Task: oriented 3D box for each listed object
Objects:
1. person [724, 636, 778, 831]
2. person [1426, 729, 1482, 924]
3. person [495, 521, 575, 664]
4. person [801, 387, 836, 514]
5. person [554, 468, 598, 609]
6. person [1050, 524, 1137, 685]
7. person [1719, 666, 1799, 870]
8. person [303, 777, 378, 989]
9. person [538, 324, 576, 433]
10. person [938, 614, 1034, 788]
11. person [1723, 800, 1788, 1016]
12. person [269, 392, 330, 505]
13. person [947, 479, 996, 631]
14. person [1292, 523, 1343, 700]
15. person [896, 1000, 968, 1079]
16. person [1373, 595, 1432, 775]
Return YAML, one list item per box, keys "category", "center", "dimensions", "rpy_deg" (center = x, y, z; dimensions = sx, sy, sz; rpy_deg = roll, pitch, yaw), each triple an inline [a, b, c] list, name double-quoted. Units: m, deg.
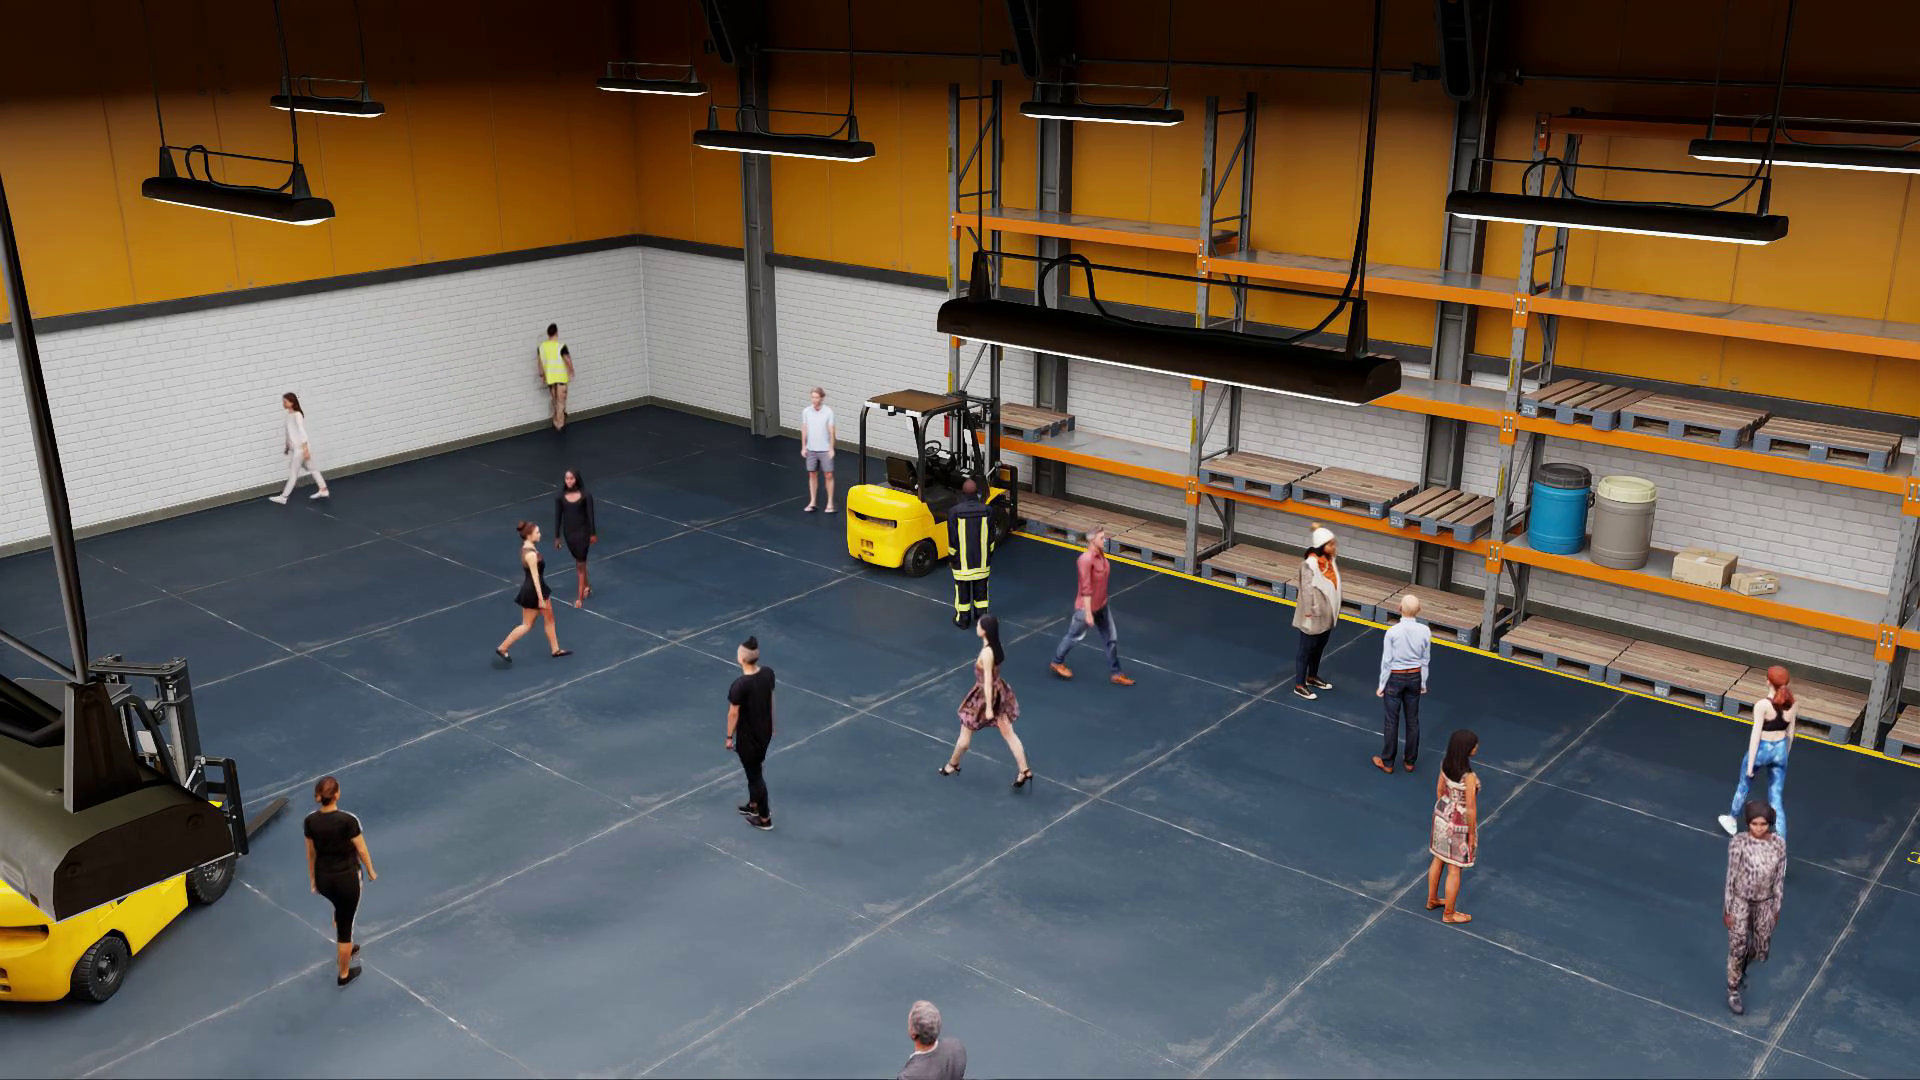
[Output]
- category: "person"
  center: [-1.775, 1.729, 14.816]
  dimensions: [0.742, 1.855, 0.745]
  rpy_deg: [11, 22, 30]
- category: "person"
  center: [4.002, 2.292, 13.475]
  dimensions: [0.786, 1.644, 0.656]
  rpy_deg: [-6, 20, -18]
- category: "person"
  center: [-4.811, 0.610, 18.466]
  dimensions: [0.994, 1.646, 1.088]
  rpy_deg: [-6, 20, -18]
- category: "person"
  center: [-2.008, -1.308, 23.871]
  dimensions: [0.652, 1.831, 0.799]
  rpy_deg: [5, 19, 13]
- category: "person"
  center: [-4.674, -0.066, 20.410]
  dimensions: [1.091, 1.686, 1.072]
  rpy_deg: [1, 19, 4]
- category: "person"
  center: [1.334, 0.709, 17.960]
  dimensions: [1.285, 1.782, 0.841]
  rpy_deg: [10, 21, 28]
- category: "person"
  center: [6.975, 1.973, 14.279]
  dimensions: [1.191, 1.734, 1.208]
  rpy_deg: [-1, 19, -2]
- category: "person"
  center: [-4.725, 2.605, 12.536]
  dimensions: [0.794, 1.650, 0.818]
  rpy_deg: [4, 19, 12]
- category: "person"
  center: [-6.807, -2.710, 28.065]
  dimensions: [1.091, 1.810, 1.031]
  rpy_deg: [4, 19, 12]
- category: "person"
  center: [0.360, 1.552, 15.553]
  dimensions: [1.248, 1.720, 0.926]
  rpy_deg: [6, 19, 17]
- category: "person"
  center: [5.792, 2.661, 12.285]
  dimensions: [0.769, 1.703, 0.814]
  rpy_deg: [1, 19, 4]
- category: "person"
  center: [-9.549, -1.329, 24.242]
  dimensions: [0.877, 1.635, 1.094]
  rpy_deg: [-12, 22, -32]
- category: "person"
  center: [0.129, 0.144, 19.577]
  dimensions: [0.864, 1.820, 0.890]
  rpy_deg: [-5, 19, -13]
- category: "person"
  center: [3.792, 0.734, 17.725]
  dimensions: [0.632, 1.884, 0.662]
  rpy_deg: [15, 24, 38]
- category: "person"
  center: [-0.101, 3.519, 9.590]
  dimensions: [0.832, 1.798, 1.207]
  rpy_deg: [-16, 24, -39]
- category: "person"
  center: [4.246, 1.377, 15.962]
  dimensions: [0.732, 1.790, 0.781]
  rpy_deg: [-3, 19, -7]
